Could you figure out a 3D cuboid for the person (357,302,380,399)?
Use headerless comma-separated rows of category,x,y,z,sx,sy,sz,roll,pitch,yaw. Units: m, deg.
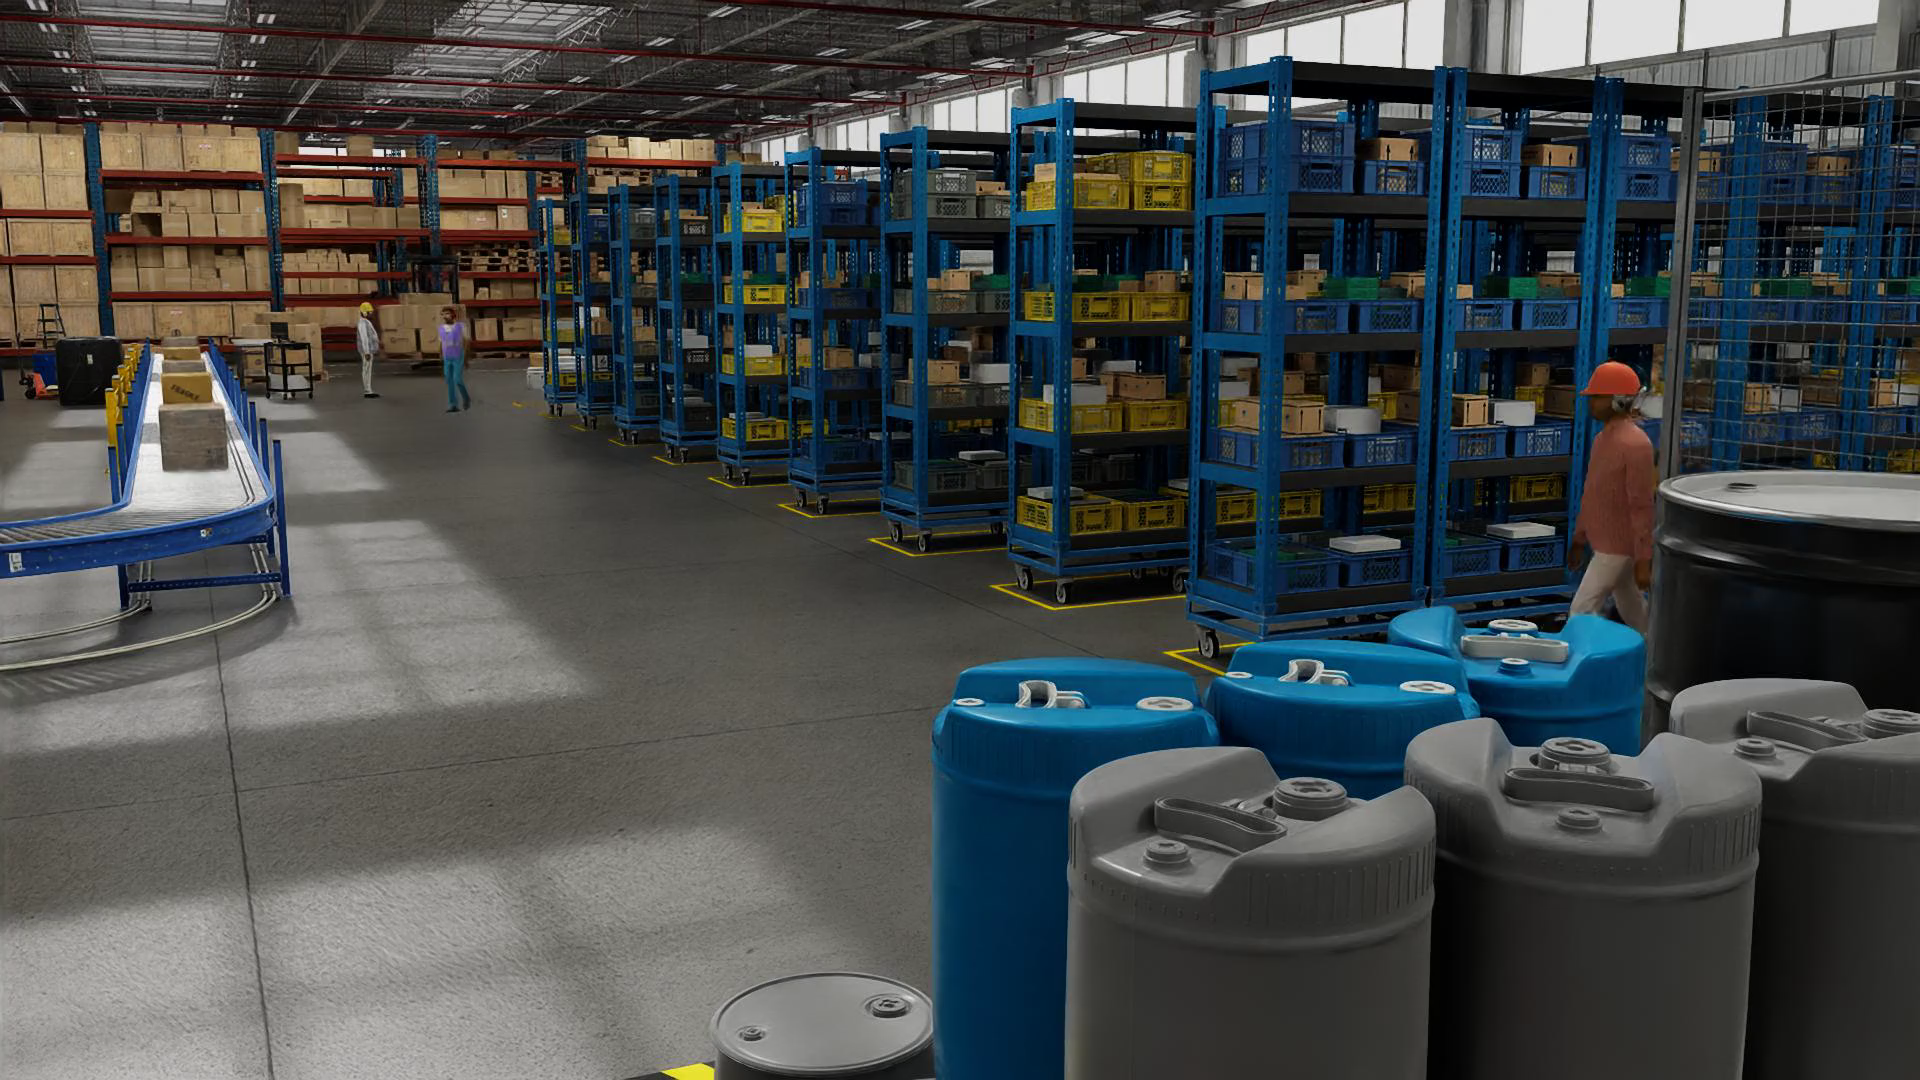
person,-11.284,-3.609,31.722,0.403,1.833,0.586,-3,10,-16

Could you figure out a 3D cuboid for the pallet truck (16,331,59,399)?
pallet truck,-17.082,-3.353,31.781,1.630,1.274,0.653,-4,10,-25

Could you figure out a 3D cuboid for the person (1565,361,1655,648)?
person,3.514,0.010,8.968,1.053,1.941,0.630,1,9,6

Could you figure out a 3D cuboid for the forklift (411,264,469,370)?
forklift,-12.807,-5.609,40.888,1.129,2.768,1.873,-1,9,-7

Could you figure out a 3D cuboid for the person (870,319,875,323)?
person,-2.705,-6.318,48.799,0.590,1.737,0.371,3,10,17

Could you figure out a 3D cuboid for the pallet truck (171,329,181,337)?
pallet truck,-17.275,-3.851,35.096,1.601,1.201,0.680,0,9,1

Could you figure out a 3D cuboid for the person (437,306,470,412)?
person,-8.723,-3.113,28.635,0.606,1.830,0.429,3,10,19

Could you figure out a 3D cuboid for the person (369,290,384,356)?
person,-16.760,-6.221,47.692,0.407,1.910,0.639,4,10,22

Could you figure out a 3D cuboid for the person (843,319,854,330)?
person,-2.694,-4.636,37.864,0.655,1.906,0.407,-8,12,-40
